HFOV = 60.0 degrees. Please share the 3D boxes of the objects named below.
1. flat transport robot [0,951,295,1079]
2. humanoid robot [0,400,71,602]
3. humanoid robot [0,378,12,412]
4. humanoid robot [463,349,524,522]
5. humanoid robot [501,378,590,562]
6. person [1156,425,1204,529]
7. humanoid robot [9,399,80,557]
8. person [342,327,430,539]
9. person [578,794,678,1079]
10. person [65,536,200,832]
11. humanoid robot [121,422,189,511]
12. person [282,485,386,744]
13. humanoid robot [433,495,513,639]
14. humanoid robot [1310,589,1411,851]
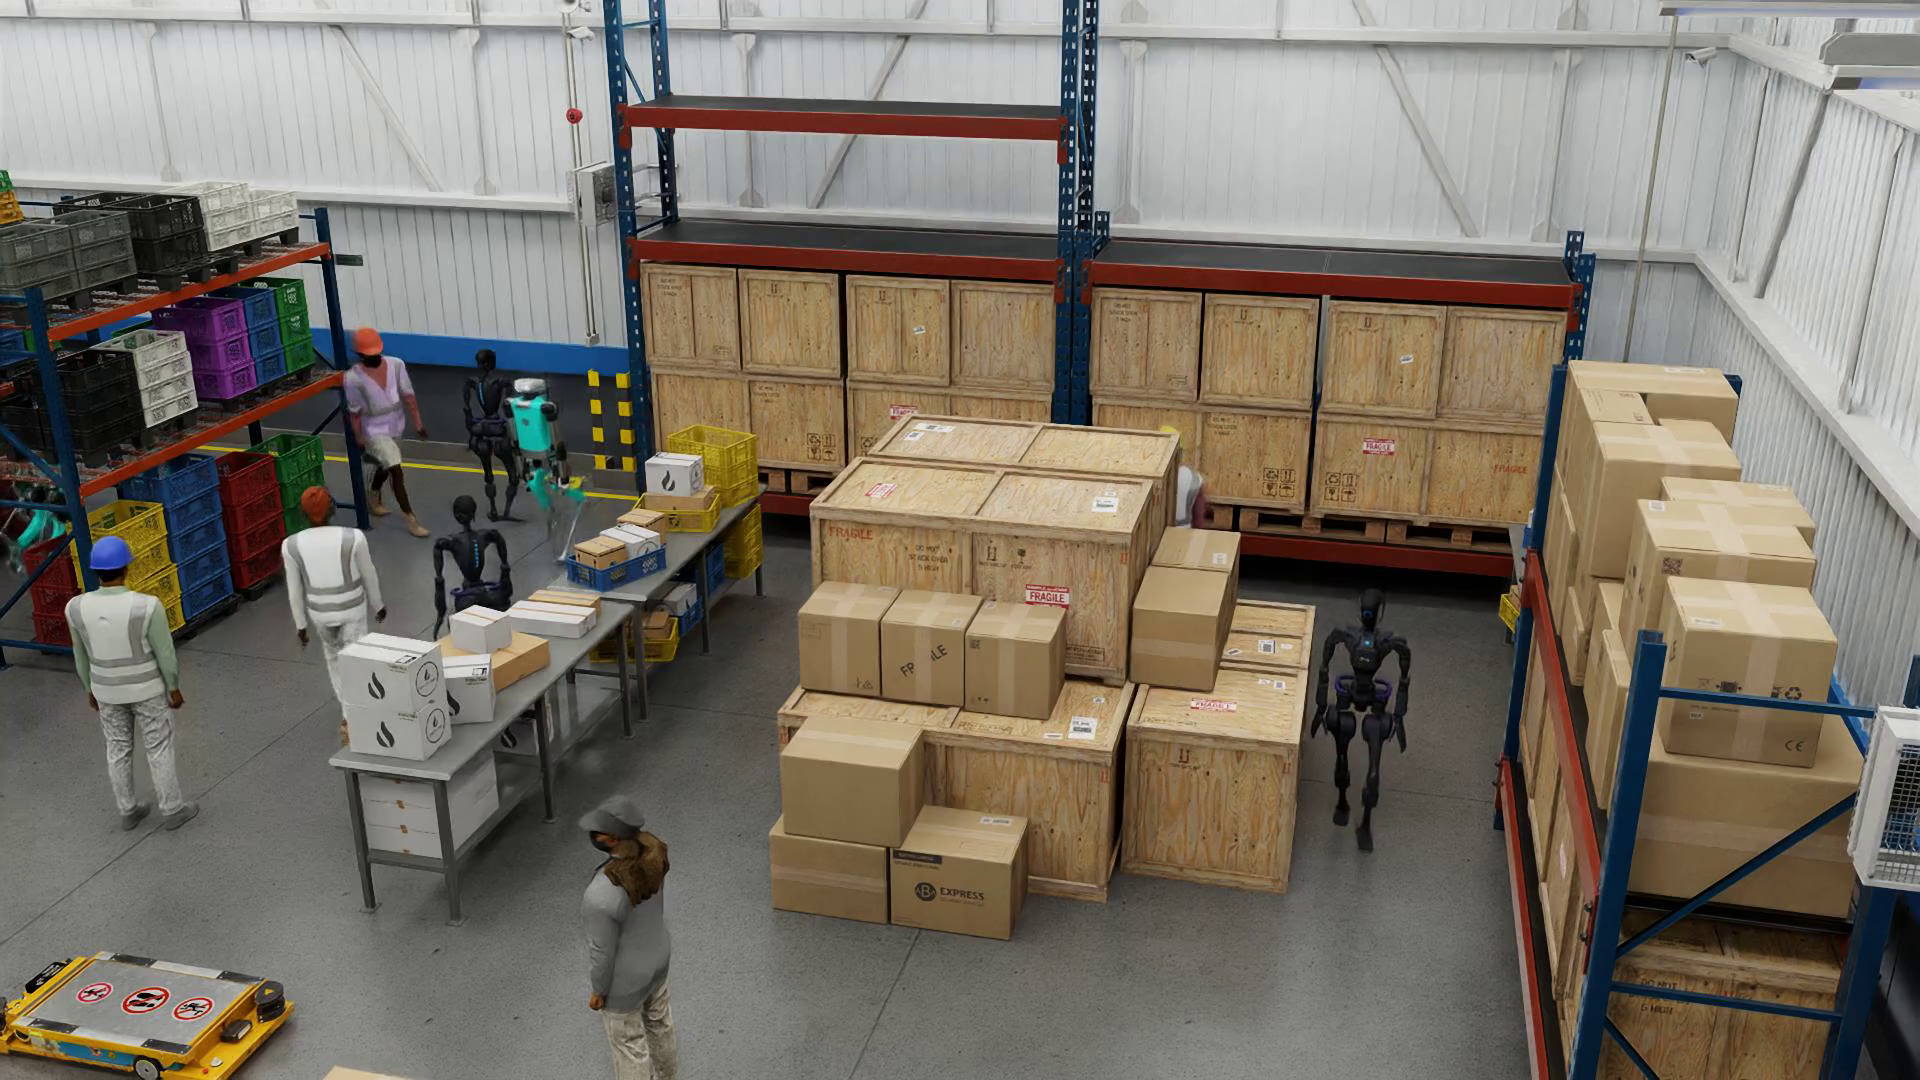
[{"bbox_3d":[-4.270,2.464,8.601,1.431,0.231,0.659,5,22,13],"label":"flat transport robot"},{"bbox_3d":[-7.520,-0.187,13.509,0.561,1.778,0.820,8,23,21],"label":"humanoid robot"},{"bbox_3d":[-9.658,-1.341,16.576,0.591,1.648,0.483,12,24,29],"label":"humanoid robot"},{"bbox_3d":[-4.403,-0.957,15.584,0.607,1.648,0.462,6,22,15],"label":"humanoid robot"},{"bbox_3d":[-3.559,-0.571,14.615,0.541,1.875,0.764,8,22,20],"label":"humanoid robot"},{"bbox_3d":[1.586,-0.008,12.918,0.629,1.816,0.430,-5,21,-12],"label":"person"},{"bbox_3d":[-8.080,-0.581,14.645,0.556,1.881,0.739,16,26,36],"label":"humanoid robot"},{"bbox_3d":[-5.377,-1.048,15.404,1.053,1.989,0.624,14,25,33],"label":"person"},{"bbox_3d":[-1.527,1.982,7.758,0.395,1.769,0.564,7,22,19],"label":"person"},{"bbox_3d":[-5.146,0.904,10.343,0.611,1.939,0.412,0,21,0],"label":"person"},{"bbox_3d":[-7.217,-0.667,14.845,0.544,1.883,0.659,7,22,18],"label":"humanoid robot"},{"bbox_3d":[-4.312,0.504,11.497,0.574,1.852,0.842,-2,21,-5],"label":"person"},{"bbox_3d":[-3.447,0.484,11.815,0.608,1.631,0.397,-15,26,-35],"label":"humanoid robot"},{"bbox_3d":[2.461,1.088,10.240,0.590,1.637,0.657,6,22,15],"label":"humanoid robot"}]
